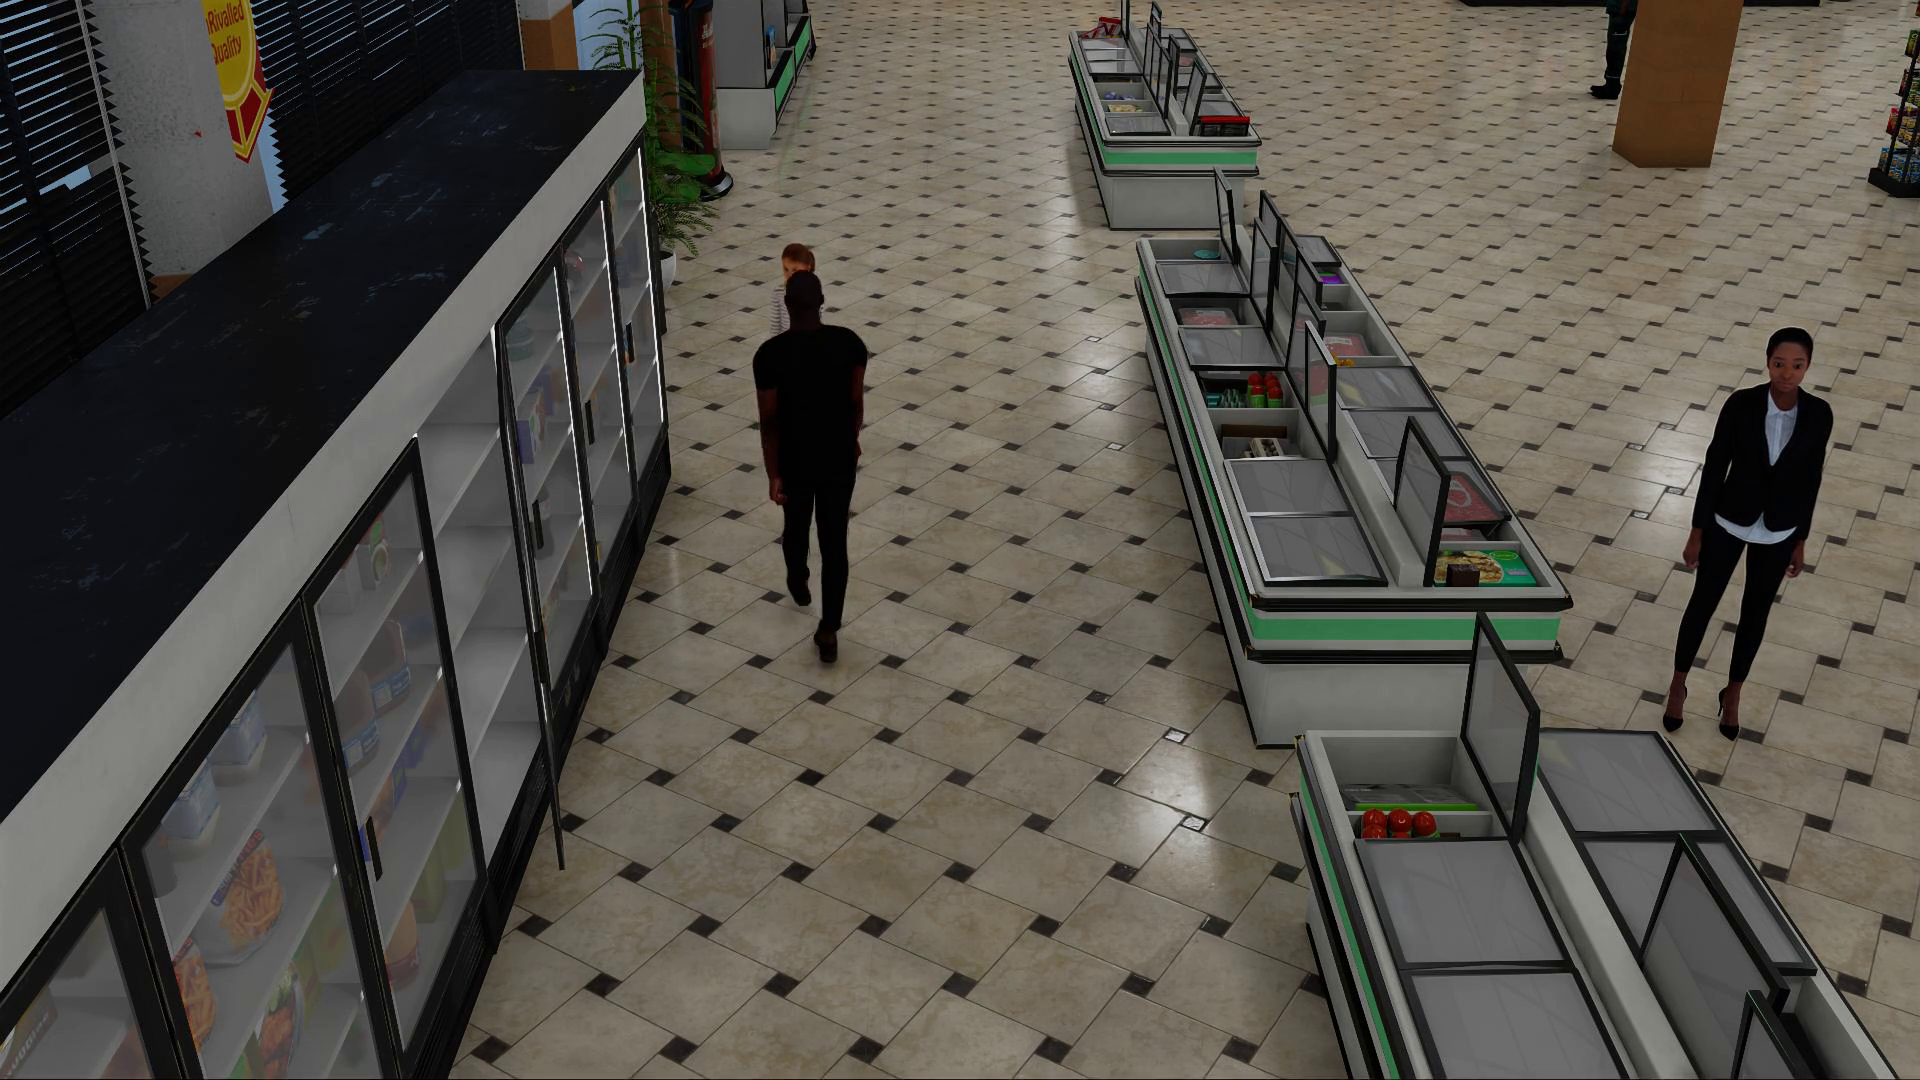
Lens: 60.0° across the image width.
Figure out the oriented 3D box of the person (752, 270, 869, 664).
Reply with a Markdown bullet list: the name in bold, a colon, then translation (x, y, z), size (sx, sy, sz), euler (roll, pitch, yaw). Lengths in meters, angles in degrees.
- **person**: translation (-0.627, -0.288, 7.491), size (0.808, 1.784, 1.114), euler (-5, 27, -10)

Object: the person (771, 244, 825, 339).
- **person**: translation (-0.908, -1.062, 9.539), size (0.529, 1.312, 0.546), euler (6, 27, 11)

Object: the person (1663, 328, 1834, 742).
- **person**: translation (3.253, 0.001, 6.867), size (0.669, 1.834, 0.619), euler (8, 28, 15)

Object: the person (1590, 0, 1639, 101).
- **person**: translation (7.302, -5.818, 18.334), size (0.816, 1.840, 0.663), euler (9, 28, 16)
